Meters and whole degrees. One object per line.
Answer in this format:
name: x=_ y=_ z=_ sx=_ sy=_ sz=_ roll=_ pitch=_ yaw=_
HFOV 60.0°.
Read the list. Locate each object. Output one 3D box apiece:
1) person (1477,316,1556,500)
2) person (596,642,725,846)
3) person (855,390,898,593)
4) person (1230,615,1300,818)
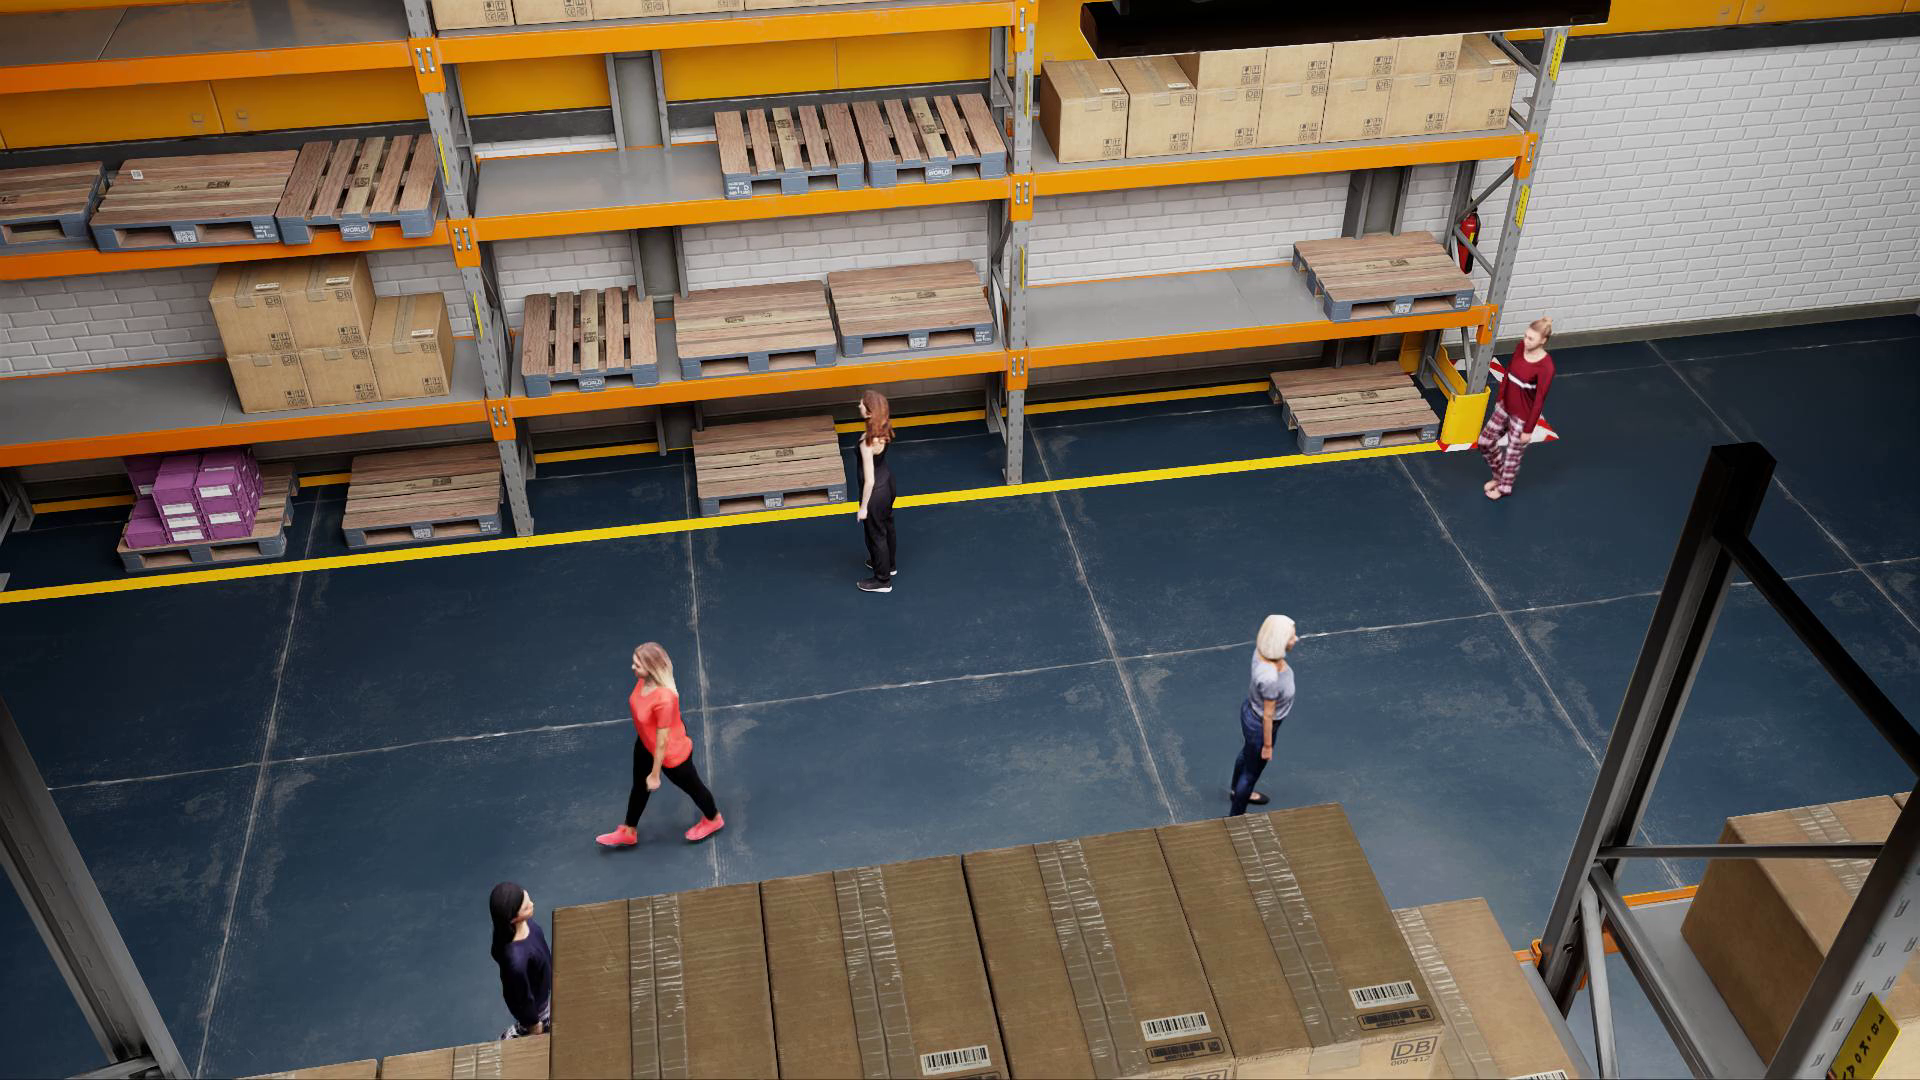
person: x=4.499 y=-1.046 z=13.235 sx=0.689 sy=1.694 sz=0.721 roll=-18 pitch=42 yaw=-21
person: x=-1.735 y=1.281 z=10.349 sx=1.110 sy=1.658 sz=0.835 roll=-20 pitch=43 yaw=-23
person: x=-0.609 y=-0.371 z=12.346 sx=0.646 sy=1.748 sz=0.647 roll=8 pitch=39 yaw=10
person: x=1.890 y=1.130 z=10.487 sx=0.592 sy=1.722 sz=0.607 roll=3 pitch=39 yaw=4
